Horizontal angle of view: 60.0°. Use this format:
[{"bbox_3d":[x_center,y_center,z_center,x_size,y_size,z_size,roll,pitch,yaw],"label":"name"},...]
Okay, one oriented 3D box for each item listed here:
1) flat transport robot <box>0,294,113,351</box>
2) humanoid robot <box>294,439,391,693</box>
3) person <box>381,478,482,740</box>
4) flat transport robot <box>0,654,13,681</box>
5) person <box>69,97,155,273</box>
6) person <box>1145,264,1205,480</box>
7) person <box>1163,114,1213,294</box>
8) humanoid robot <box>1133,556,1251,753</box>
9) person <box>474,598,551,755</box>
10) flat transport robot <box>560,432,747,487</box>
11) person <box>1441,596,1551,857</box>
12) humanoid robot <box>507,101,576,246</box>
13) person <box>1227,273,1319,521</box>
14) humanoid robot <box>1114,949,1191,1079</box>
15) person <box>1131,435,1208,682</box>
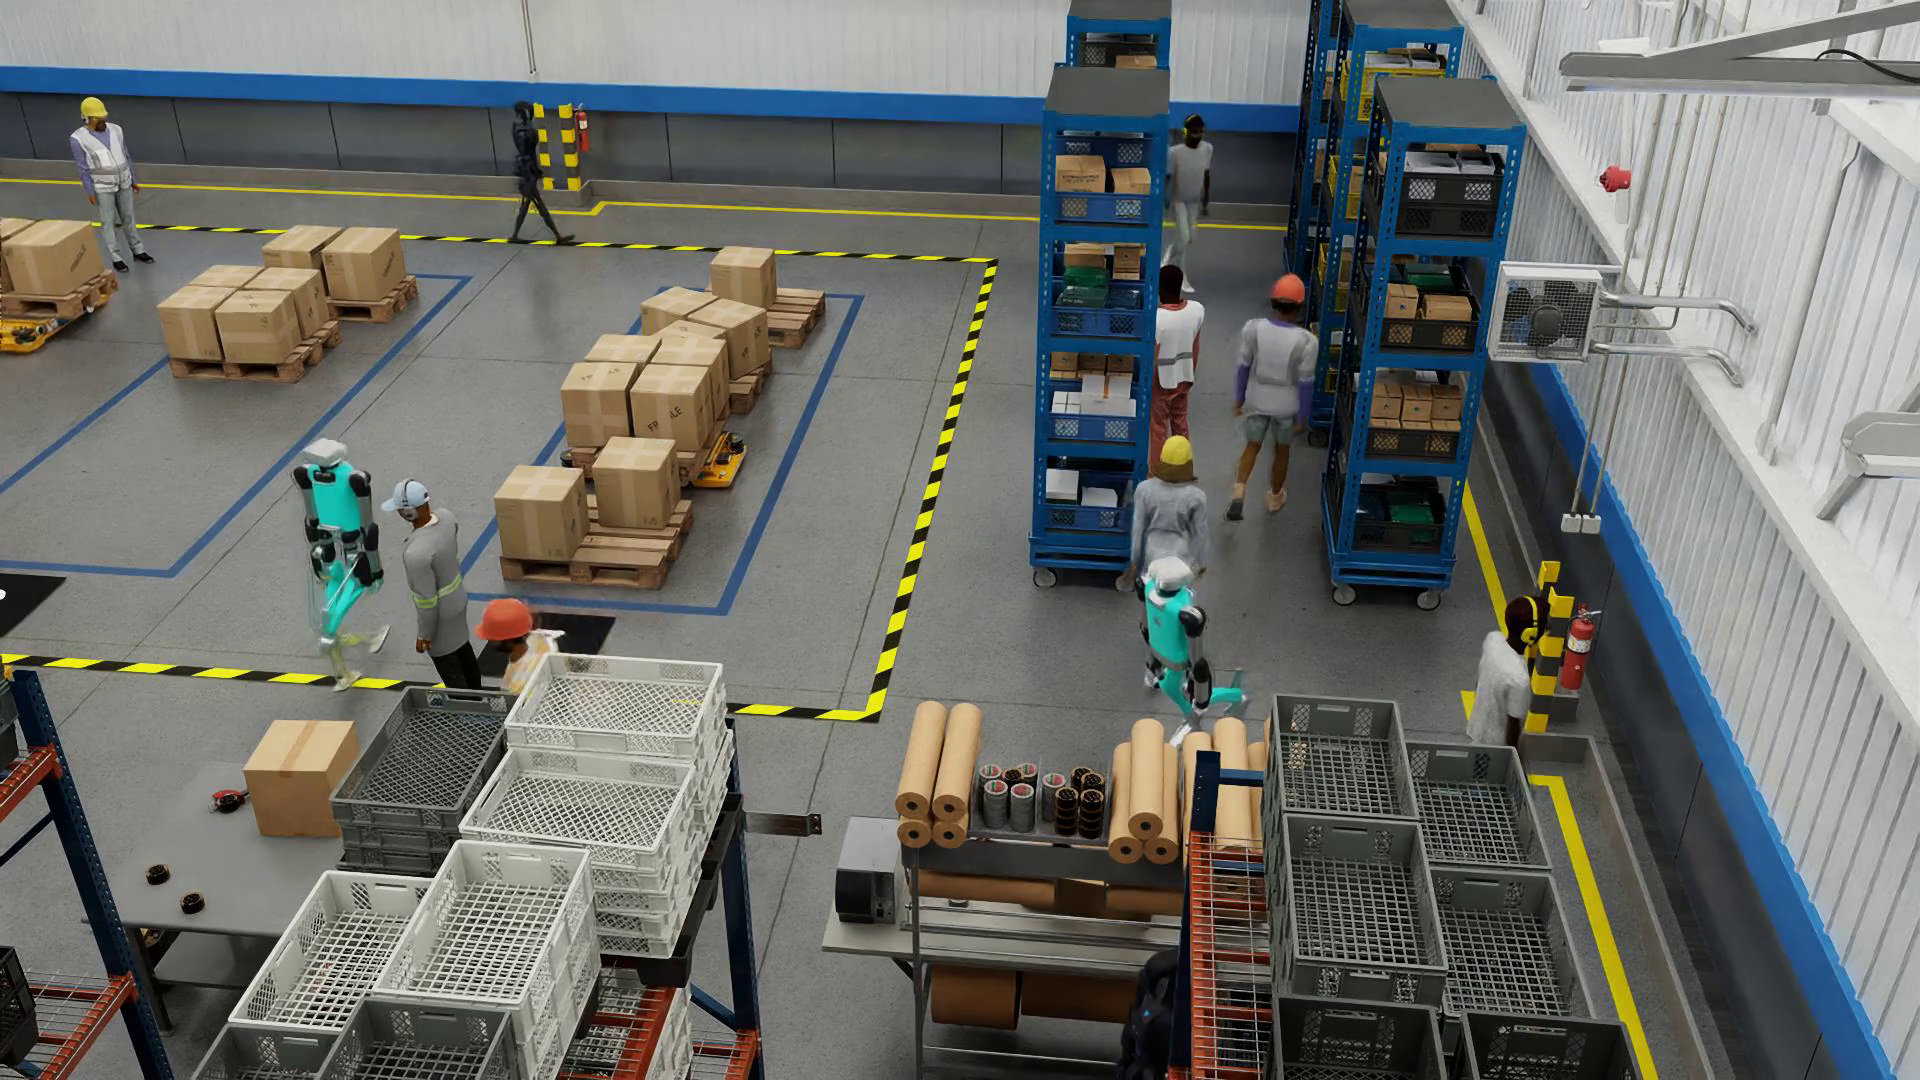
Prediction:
[{"bbox_3d":[-9.133,-2.257,16.522,0.652,0.197,1.431,3,30,6],"label":"flat transport robot"},{"bbox_3d":[-4.067,0.228,10.803,0.546,1.731,0.965,9,31,15],"label":"humanoid robot"},{"bbox_3d":[-3.267,0.437,10.353,0.397,1.848,0.587,2,30,4],"label":"person"},{"bbox_3d":[-7.142,0.969,11.010,1.431,0.231,0.659,3,30,6],"label":"flat transport robot"},{"bbox_3d":[-8.974,-3.767,17.586,0.404,1.834,0.589,17,34,27],"label":"person"},{"bbox_3d":[1.652,-1.264,13.210,0.589,1.915,0.393,-21,36,-32],"label":"person"},{"bbox_3d":[2.305,-3.522,17.158,0.522,1.843,0.730,-11,32,-19],"label":"person"},{"bbox_3d":[1.459,0.773,9.913,0.996,1.716,0.555,-19,35,-29],"label":"humanoid robot"},{"bbox_3d":[-2.294,1.111,9.149,0.952,1.897,0.542,2,30,3],"label":"person"},{"bbox_3d":[-2.554,-0.707,13.861,1.431,0.197,0.652,3,30,6],"label":"flat transport robot"},{"bbox_3d":[2.959,1.119,9.173,0.319,1.860,0.520,-1,30,-2],"label":"person"},{"bbox_3d":[-4.677,-4.020,18.226,0.791,1.621,0.615,-2,30,-3],"label":"humanoid robot"},{"bbox_3d":[2.377,-1.037,12.716,0.625,2.025,0.755,15,34,25],"label":"person"},{"bbox_3d":[0.921,2.365,7.213,0.504,1.639,0.584,-10,32,-17],"label":"humanoid robot"},{"bbox_3d":[1.376,0.109,11.054,0.496,1.703,0.877,12,32,19],"label":"person"}]
